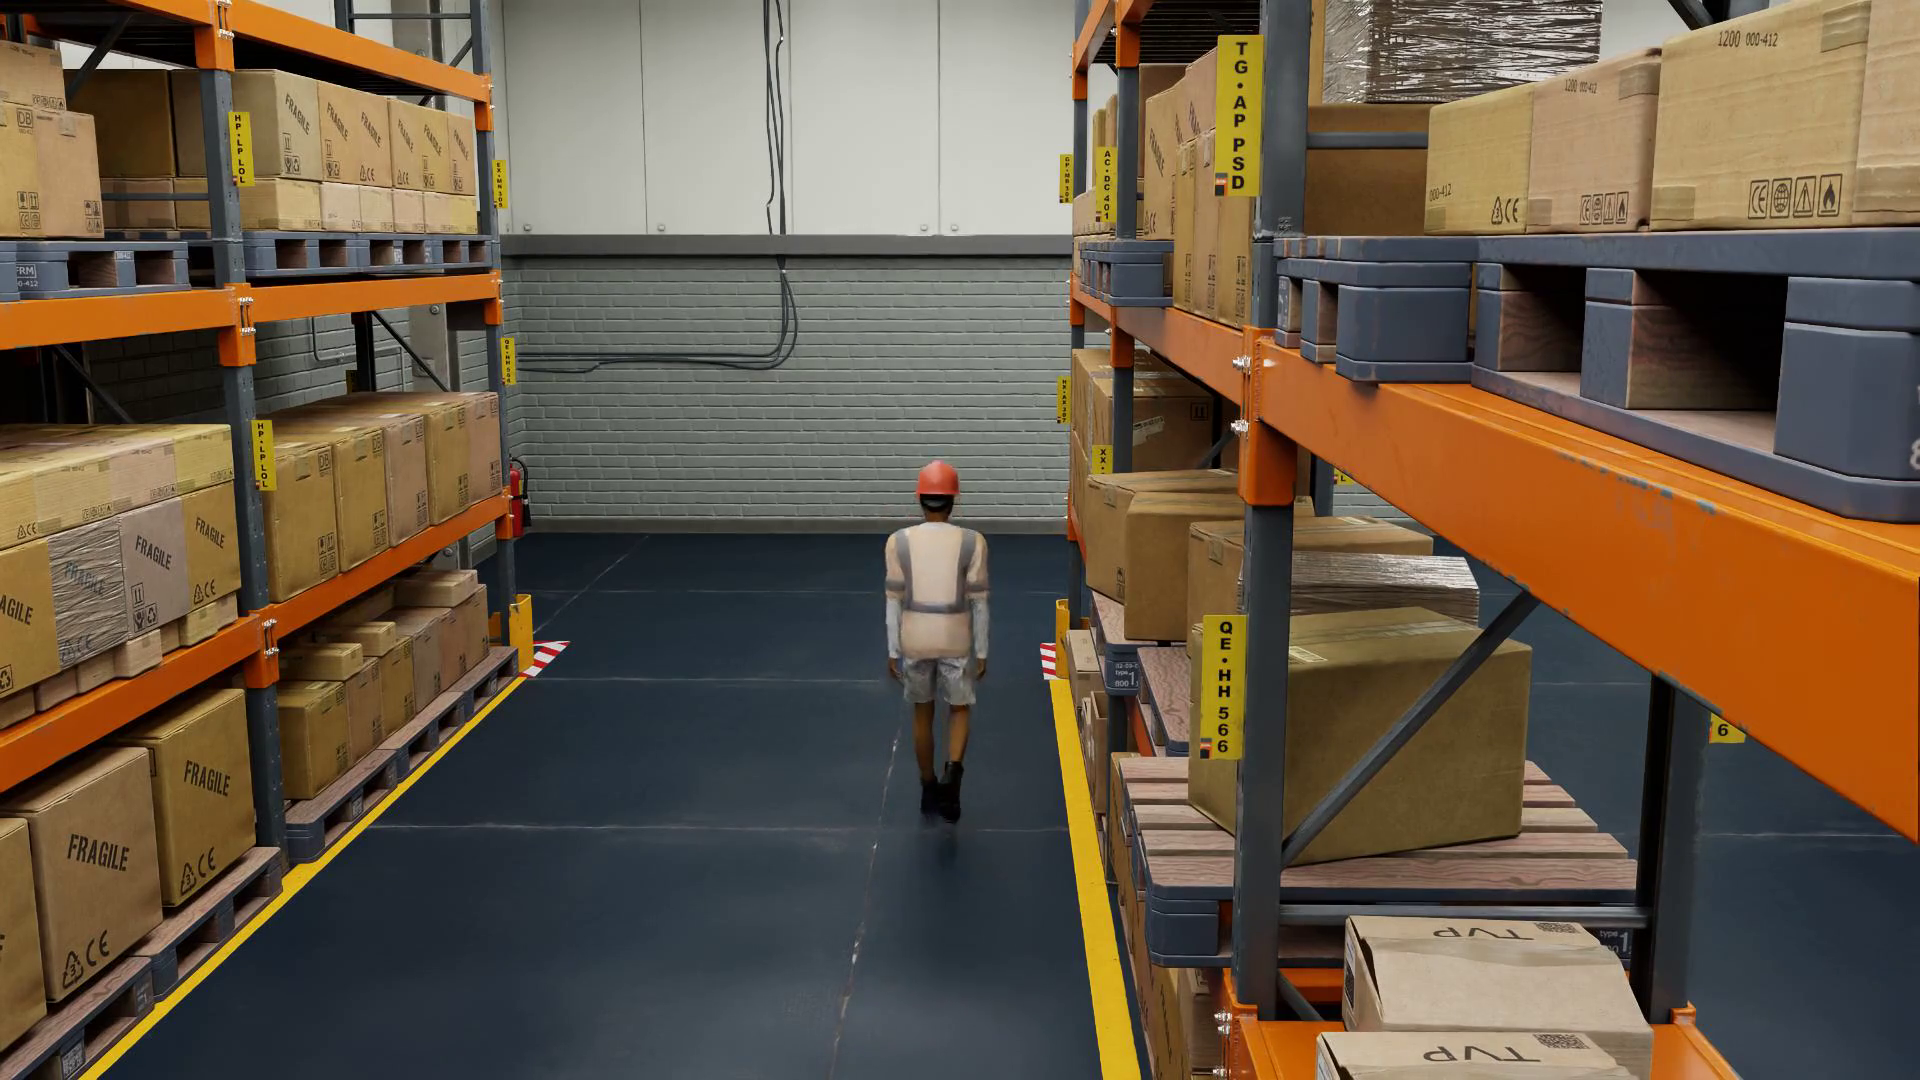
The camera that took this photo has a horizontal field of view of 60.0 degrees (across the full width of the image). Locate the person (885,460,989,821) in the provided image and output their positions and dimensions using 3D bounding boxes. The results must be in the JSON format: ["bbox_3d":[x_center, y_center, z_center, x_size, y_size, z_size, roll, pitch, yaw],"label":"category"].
[{"bbox_3d":[-0.125,0.547,8.700,0.546,1.922,0.654,1,10,3],"label":"person"}]
